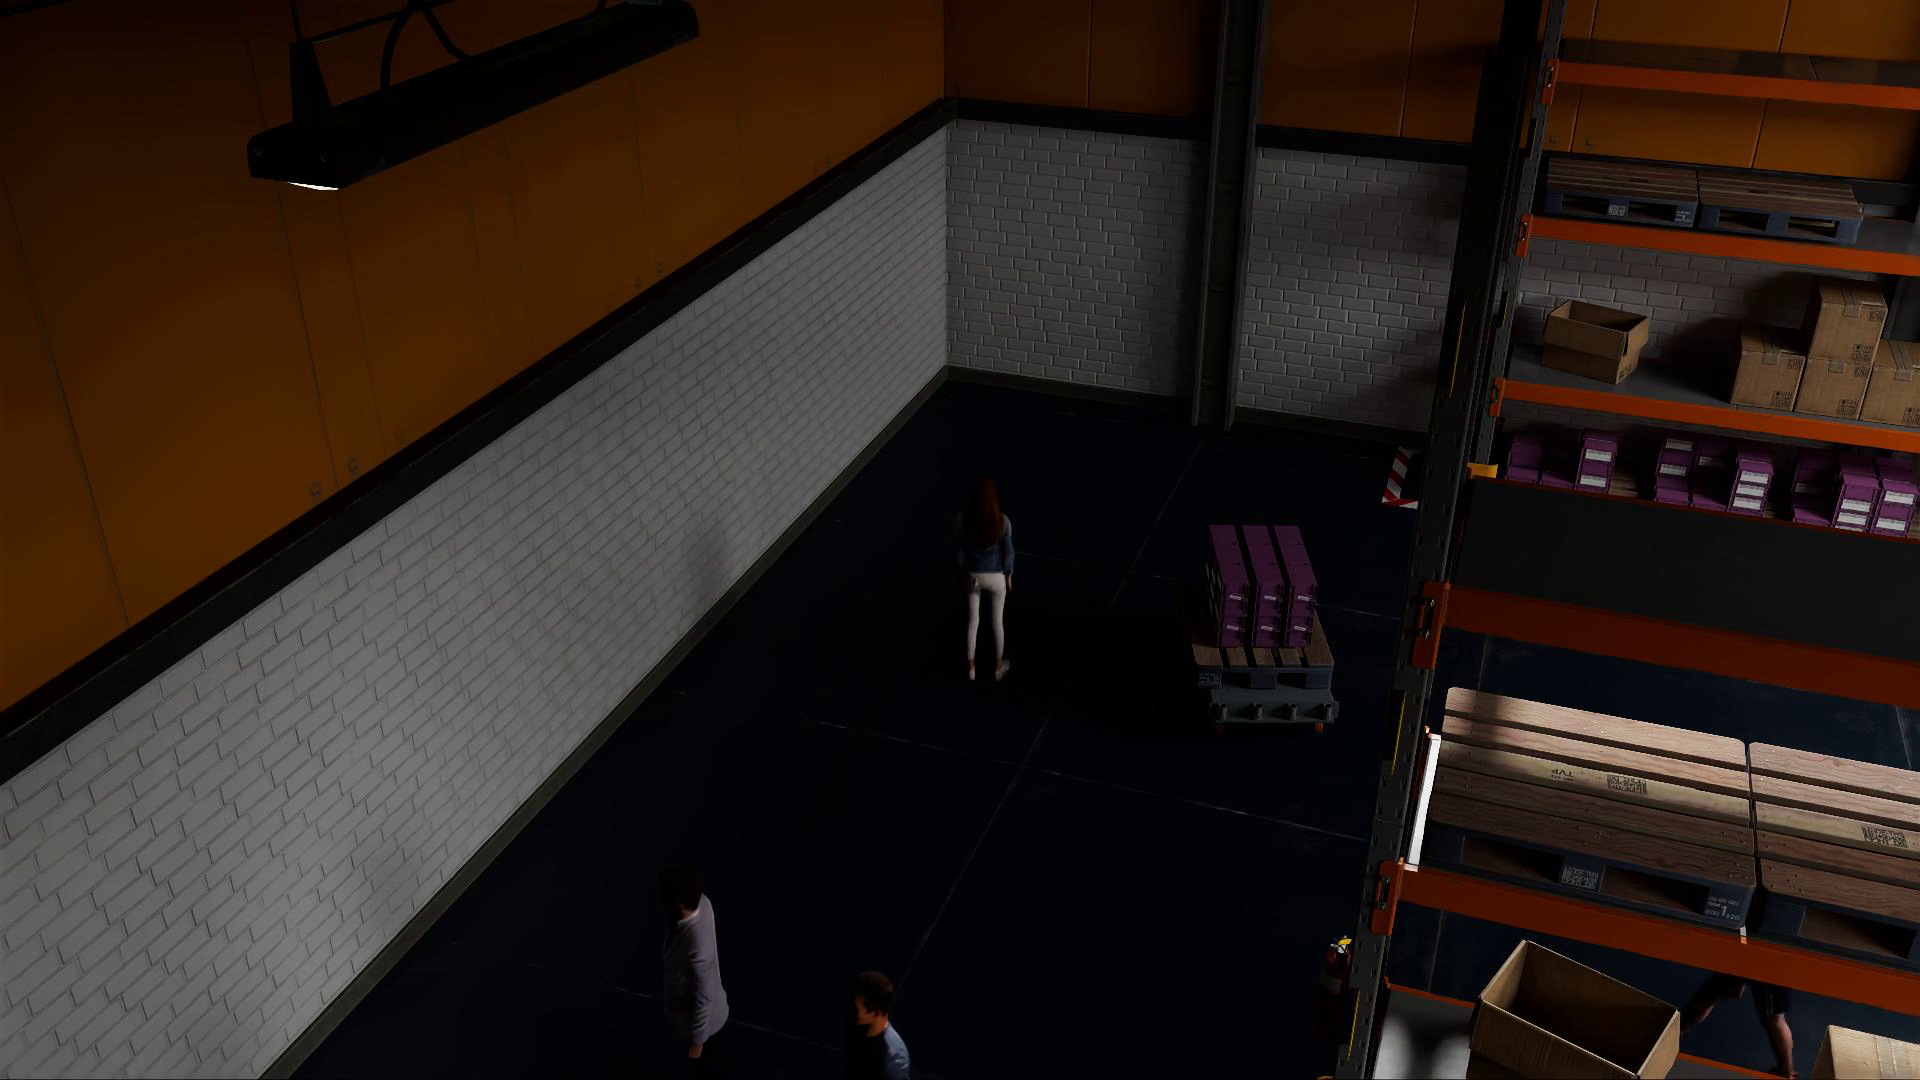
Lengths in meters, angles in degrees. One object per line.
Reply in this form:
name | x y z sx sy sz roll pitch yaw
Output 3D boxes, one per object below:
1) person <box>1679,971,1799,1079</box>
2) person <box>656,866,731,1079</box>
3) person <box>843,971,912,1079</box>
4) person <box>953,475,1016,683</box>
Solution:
person | 4.393 2.261 8.894 1.225 1.802 0.835 4 29 8
person | -1.343 2.409 8.577 0.771 1.847 0.770 -5 29 -10
person | -0.384 2.766 7.962 0.784 1.809 0.709 -14 32 -24
person | 0.174 0.302 12.593 0.541 1.700 0.728 2 29 4
